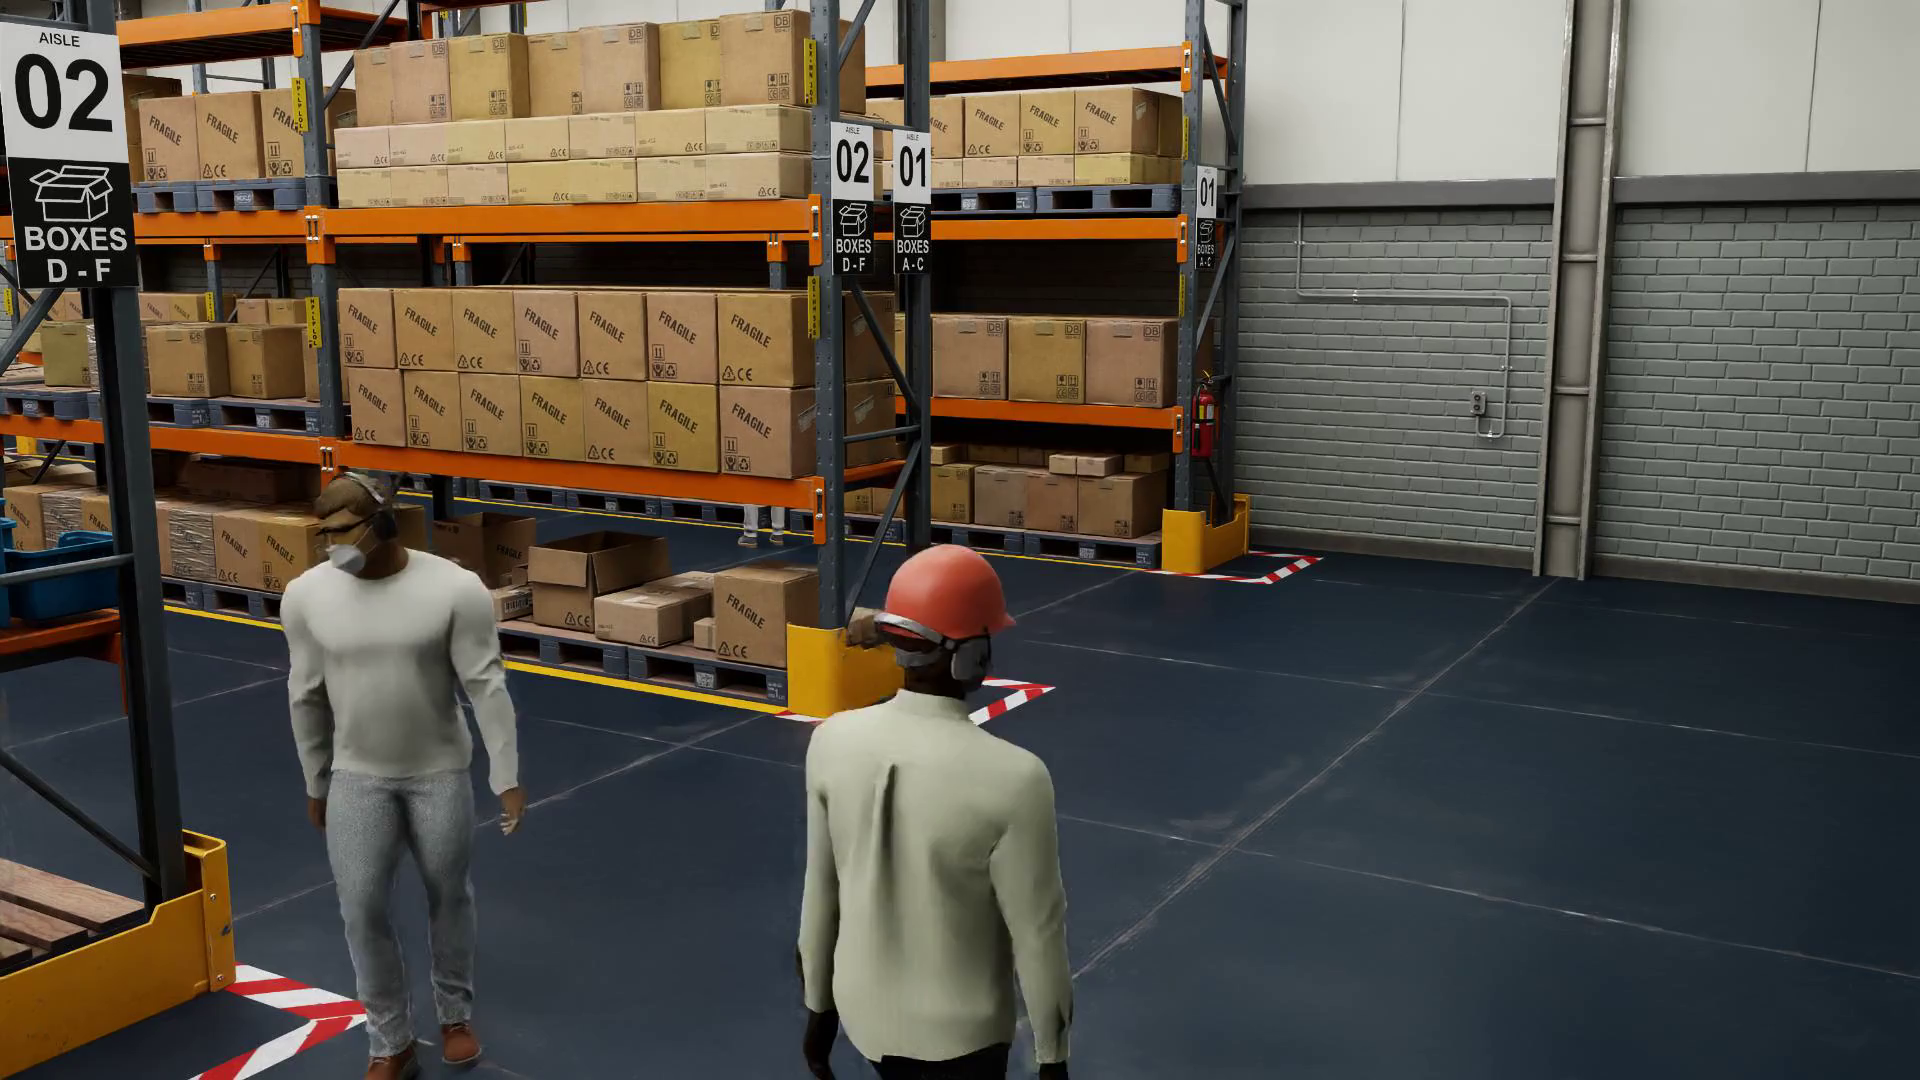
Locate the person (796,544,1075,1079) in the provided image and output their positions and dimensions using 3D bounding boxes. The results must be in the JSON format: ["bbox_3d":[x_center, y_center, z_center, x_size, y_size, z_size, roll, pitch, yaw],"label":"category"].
[{"bbox_3d":[-0.090,0.986,3.434,0.635,1.959,0.984,7,12,37],"label":"person"}]

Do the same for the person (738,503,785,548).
[{"bbox_3d":[-1.748,-0.872,14.503,0.587,1.882,0.342,-5,11,-26],"label":"person"}]

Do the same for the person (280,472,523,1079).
[{"bbox_3d":[-1.664,0.744,5.009,0.710,1.905,0.692,-2,10,-11],"label":"person"}]
